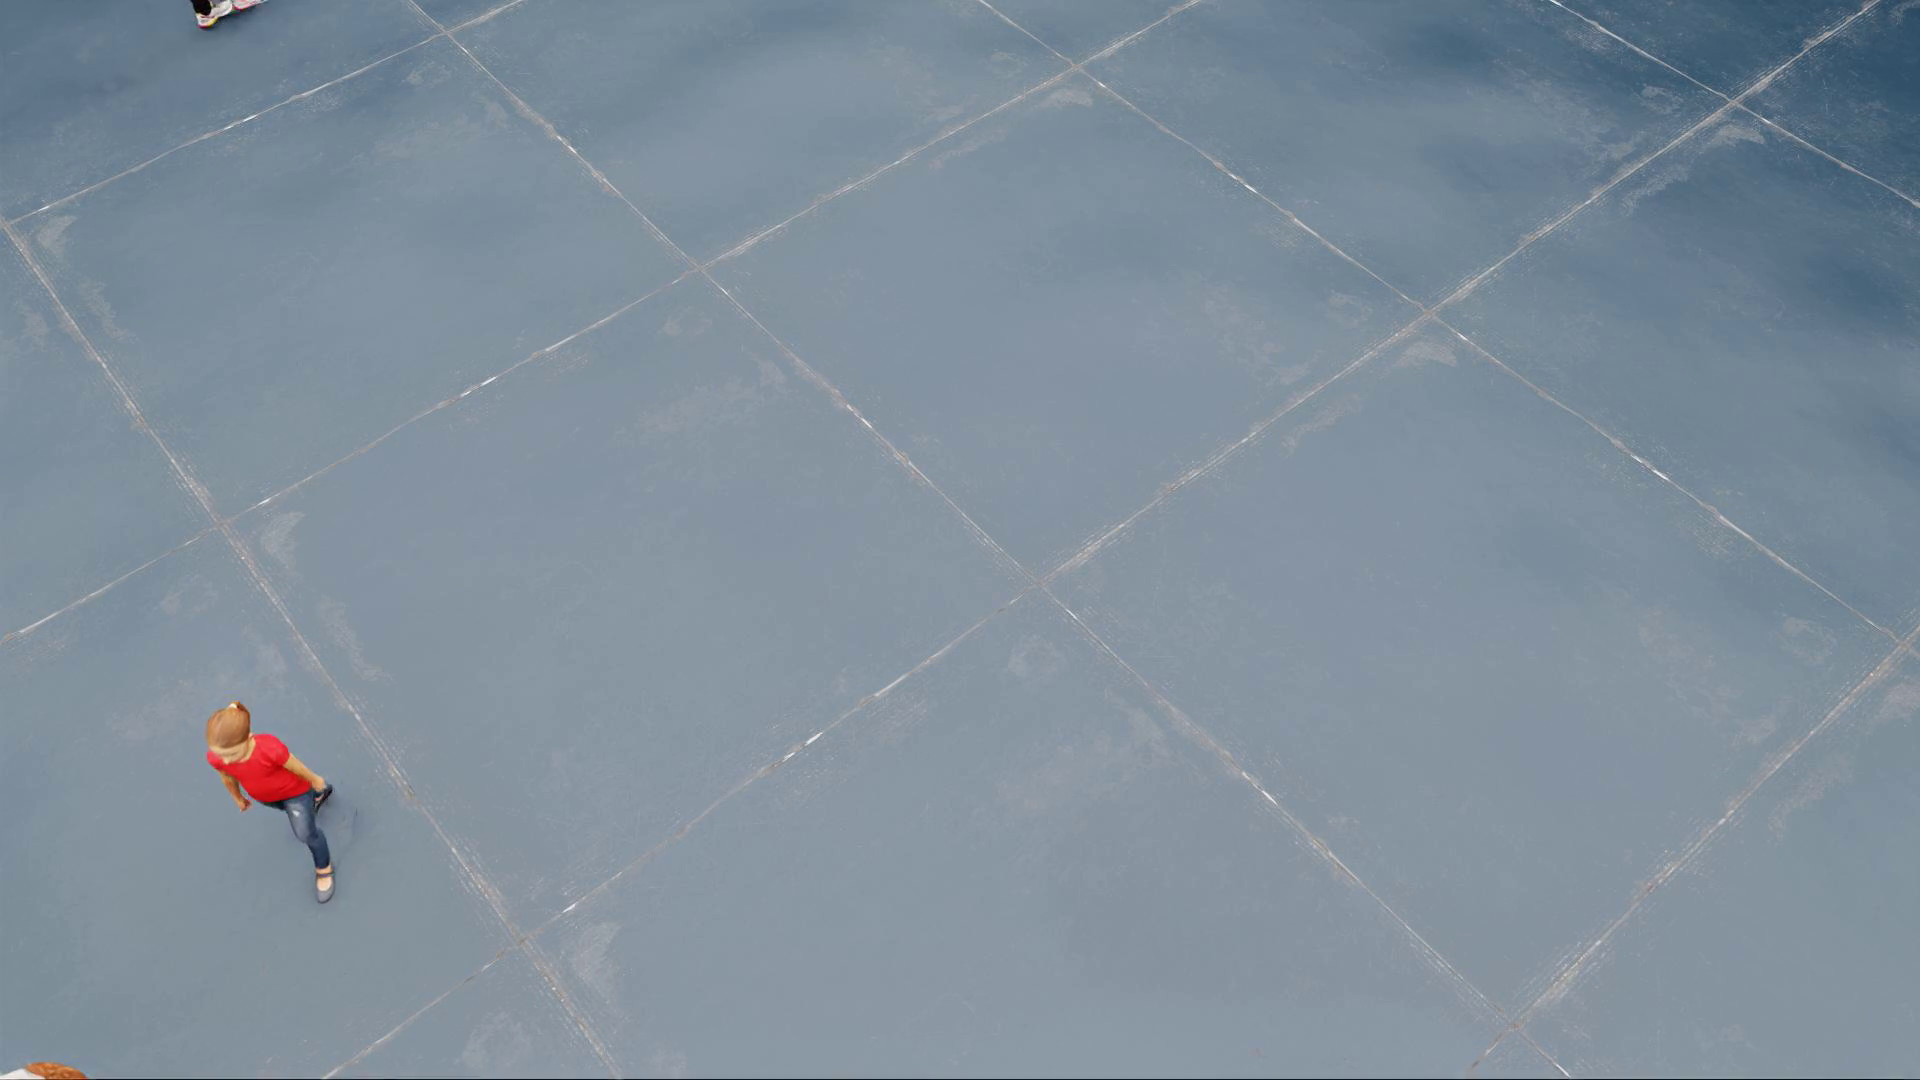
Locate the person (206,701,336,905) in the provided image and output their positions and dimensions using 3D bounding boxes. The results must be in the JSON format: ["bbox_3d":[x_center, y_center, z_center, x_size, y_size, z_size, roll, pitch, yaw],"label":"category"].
[{"bbox_3d":[-2.841,0.981,6.973,0.800,1.280,0.833,1,52,1],"label":"person"}]
